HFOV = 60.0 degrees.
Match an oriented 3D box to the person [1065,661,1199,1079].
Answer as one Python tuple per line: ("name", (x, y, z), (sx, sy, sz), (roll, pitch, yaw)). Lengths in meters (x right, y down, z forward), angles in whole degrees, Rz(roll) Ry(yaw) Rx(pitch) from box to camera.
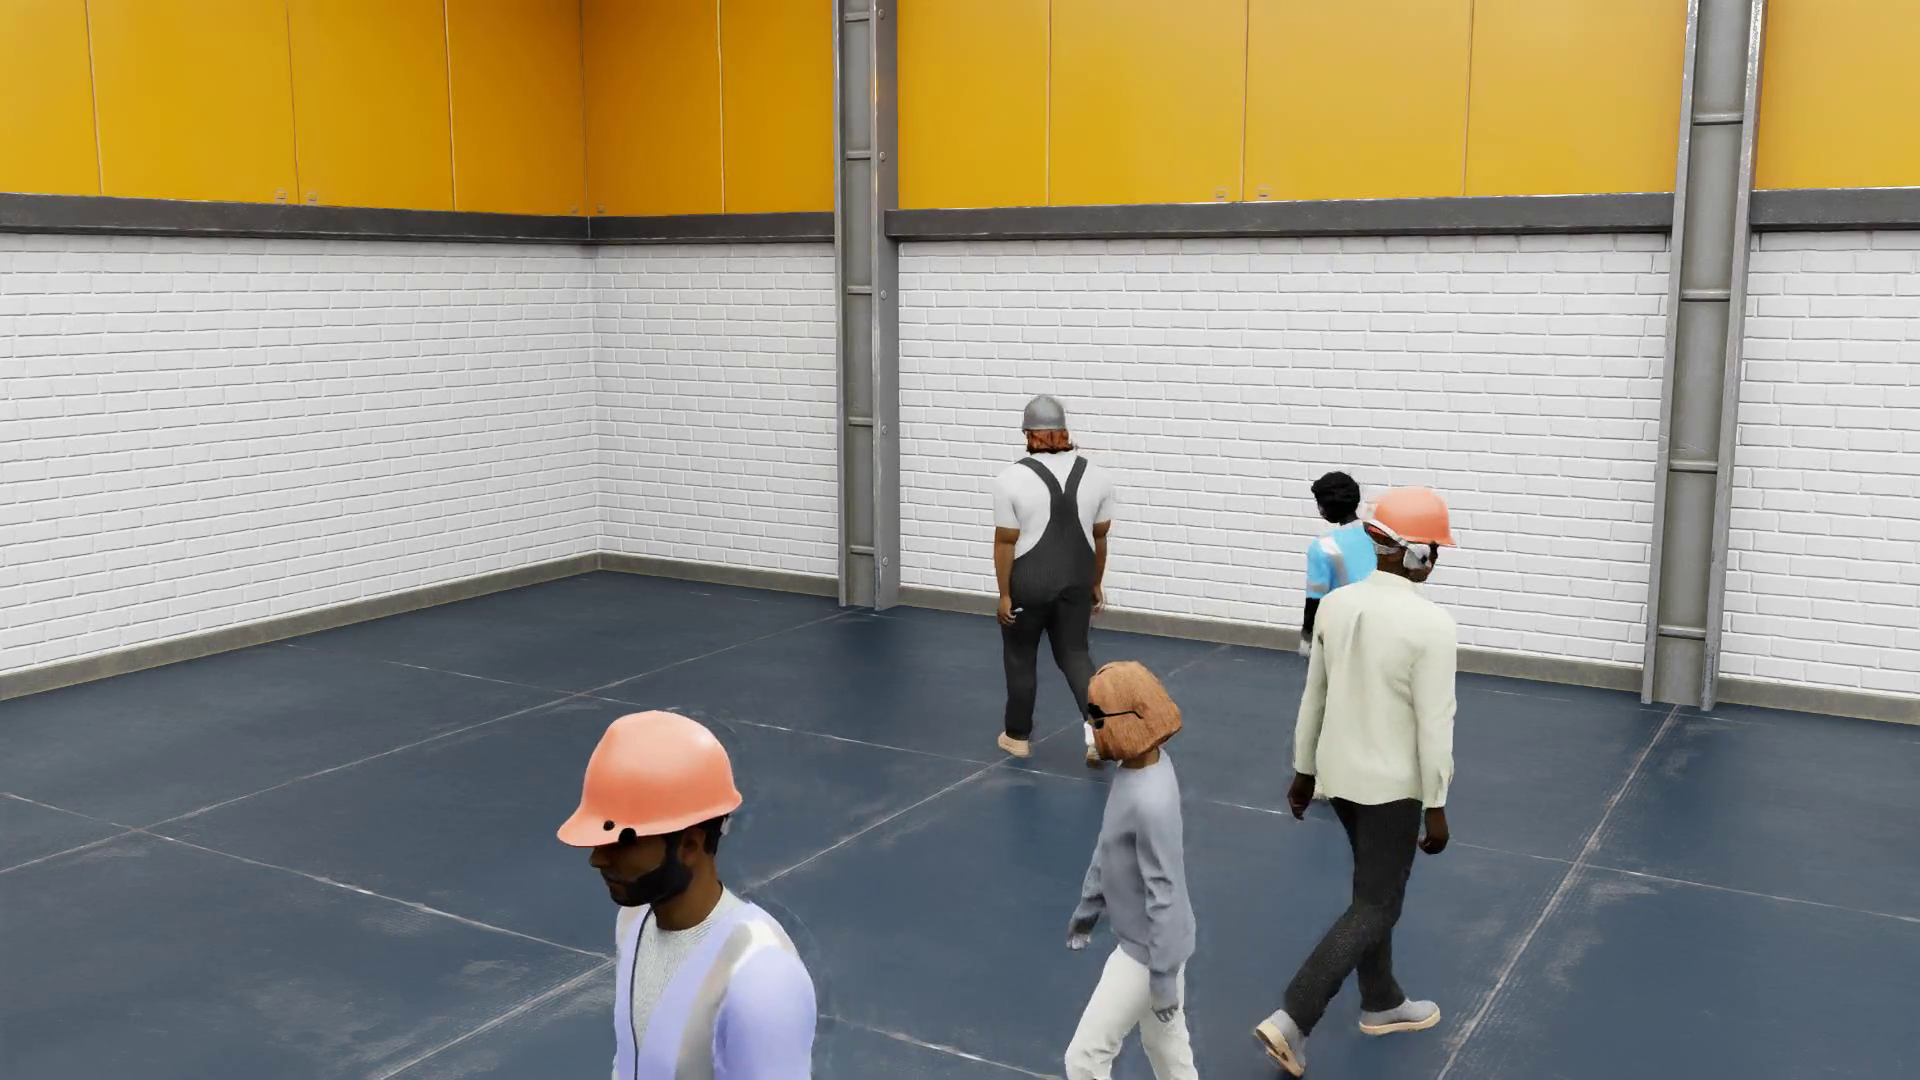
("person", (0.415, 1.121, 4.565), (0.653, 1.607, 0.496), (1, 9, 7))

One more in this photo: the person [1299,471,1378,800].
("person", (1.970, 0.486, 8.360), (0.620, 1.671, 0.347), (-2, 9, -13))

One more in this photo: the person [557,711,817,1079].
("person", (-0.463, 1.233, 2.893), (0.426, 1.920, 0.581), (-6, 11, -34))

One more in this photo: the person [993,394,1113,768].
("person", (0.515, 0.212, 8.900), (0.695, 2.000, 0.851), (-4, 10, -23))

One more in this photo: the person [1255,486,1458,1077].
("person", (1.302, 0.799, 5.512), (0.860, 1.963, 0.635), (-4, 10, -26))
